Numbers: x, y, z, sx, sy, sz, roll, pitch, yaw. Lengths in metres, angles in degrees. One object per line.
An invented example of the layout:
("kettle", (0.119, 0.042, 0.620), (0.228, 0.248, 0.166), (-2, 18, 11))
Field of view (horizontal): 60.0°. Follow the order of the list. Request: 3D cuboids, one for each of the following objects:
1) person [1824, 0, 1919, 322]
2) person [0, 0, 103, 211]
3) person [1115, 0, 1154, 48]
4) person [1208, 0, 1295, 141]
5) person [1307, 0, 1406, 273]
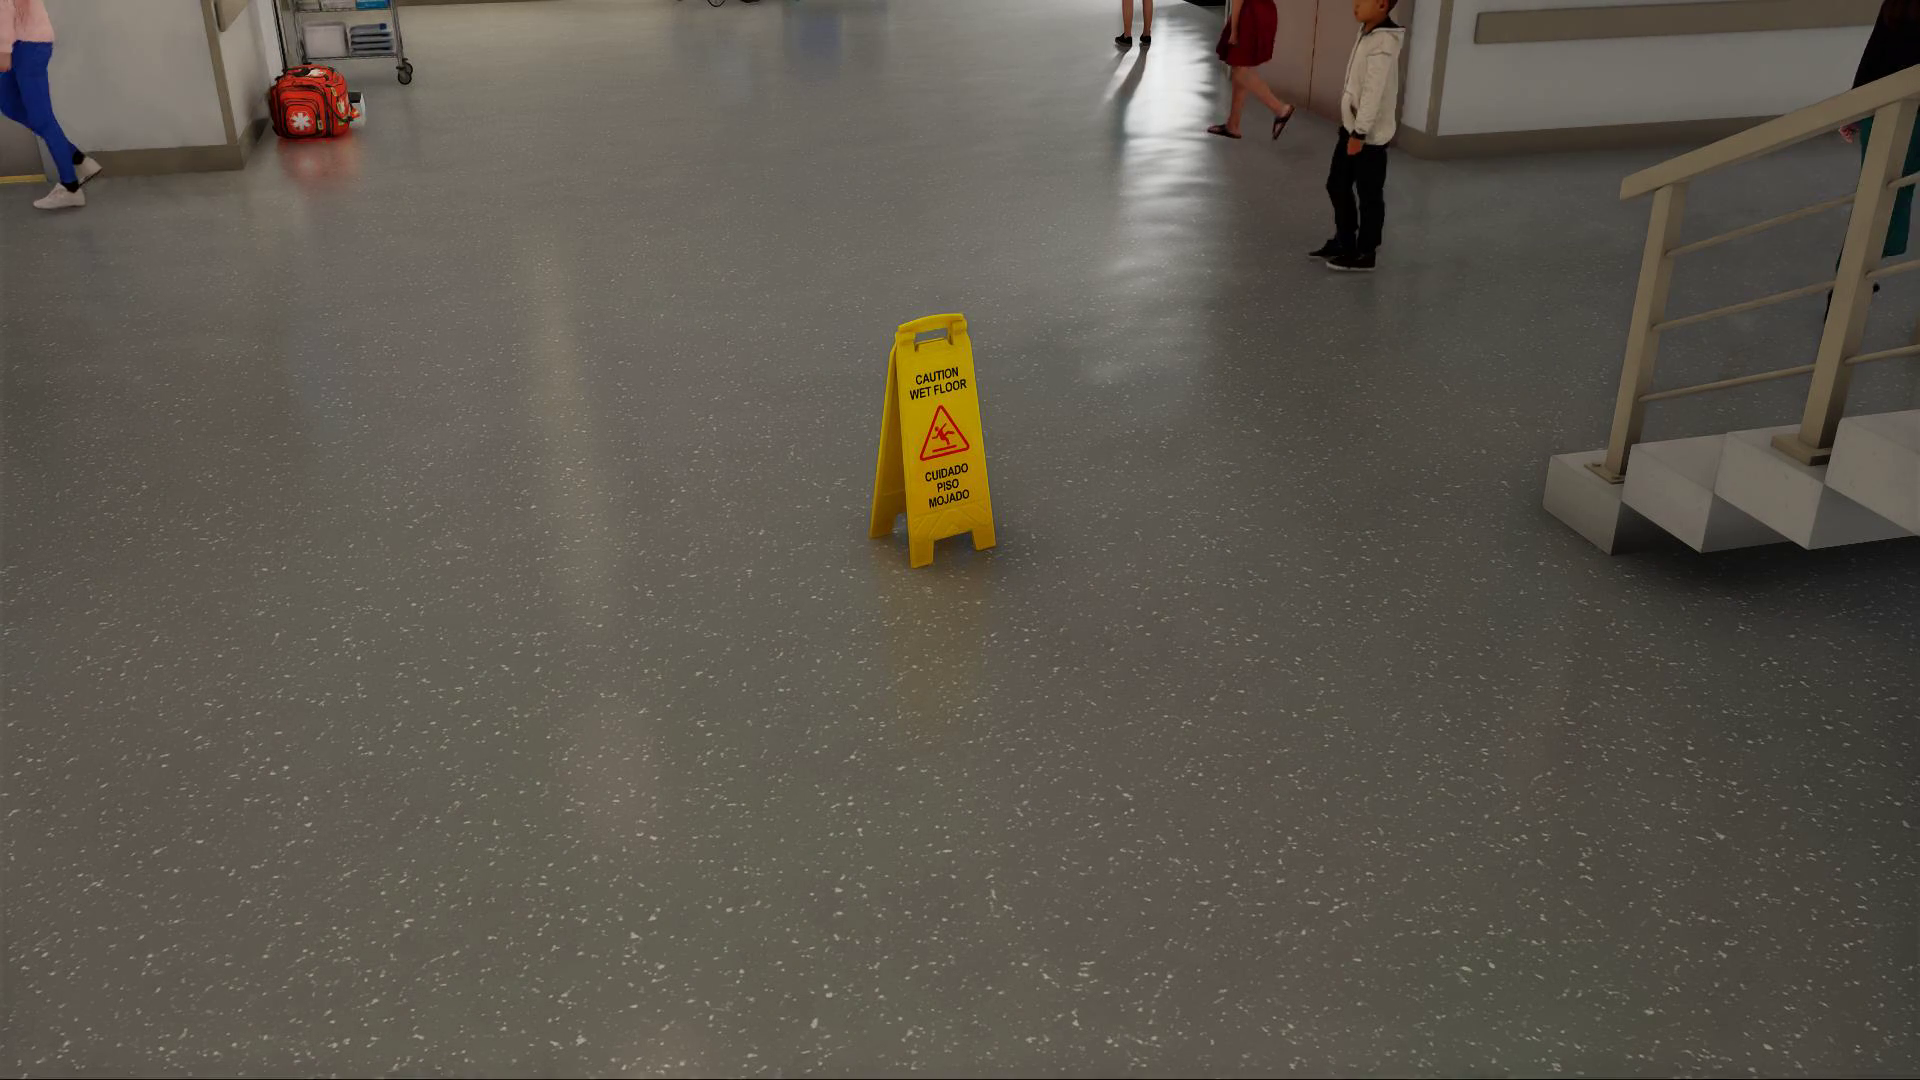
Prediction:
("person", (4.081, -1.786, 7.314), (0.756, 1.718, 0.803), (-13, 29, -25))
("person", (-5.057, -2.711, 9.193), (0.770, 1.753, 0.674), (-12, 28, -24))
("person", (1.525, -5.072, 14.313), (0.539, 1.558, 0.509), (-6, 26, -13))
("person", (1.936, -3.335, 10.737), (0.975, 1.534, 0.834), (21, 33, 37))
("person", (2.047, -2.027, 8.125), (0.727, 1.447, 0.581), (-1, 26, -1))
